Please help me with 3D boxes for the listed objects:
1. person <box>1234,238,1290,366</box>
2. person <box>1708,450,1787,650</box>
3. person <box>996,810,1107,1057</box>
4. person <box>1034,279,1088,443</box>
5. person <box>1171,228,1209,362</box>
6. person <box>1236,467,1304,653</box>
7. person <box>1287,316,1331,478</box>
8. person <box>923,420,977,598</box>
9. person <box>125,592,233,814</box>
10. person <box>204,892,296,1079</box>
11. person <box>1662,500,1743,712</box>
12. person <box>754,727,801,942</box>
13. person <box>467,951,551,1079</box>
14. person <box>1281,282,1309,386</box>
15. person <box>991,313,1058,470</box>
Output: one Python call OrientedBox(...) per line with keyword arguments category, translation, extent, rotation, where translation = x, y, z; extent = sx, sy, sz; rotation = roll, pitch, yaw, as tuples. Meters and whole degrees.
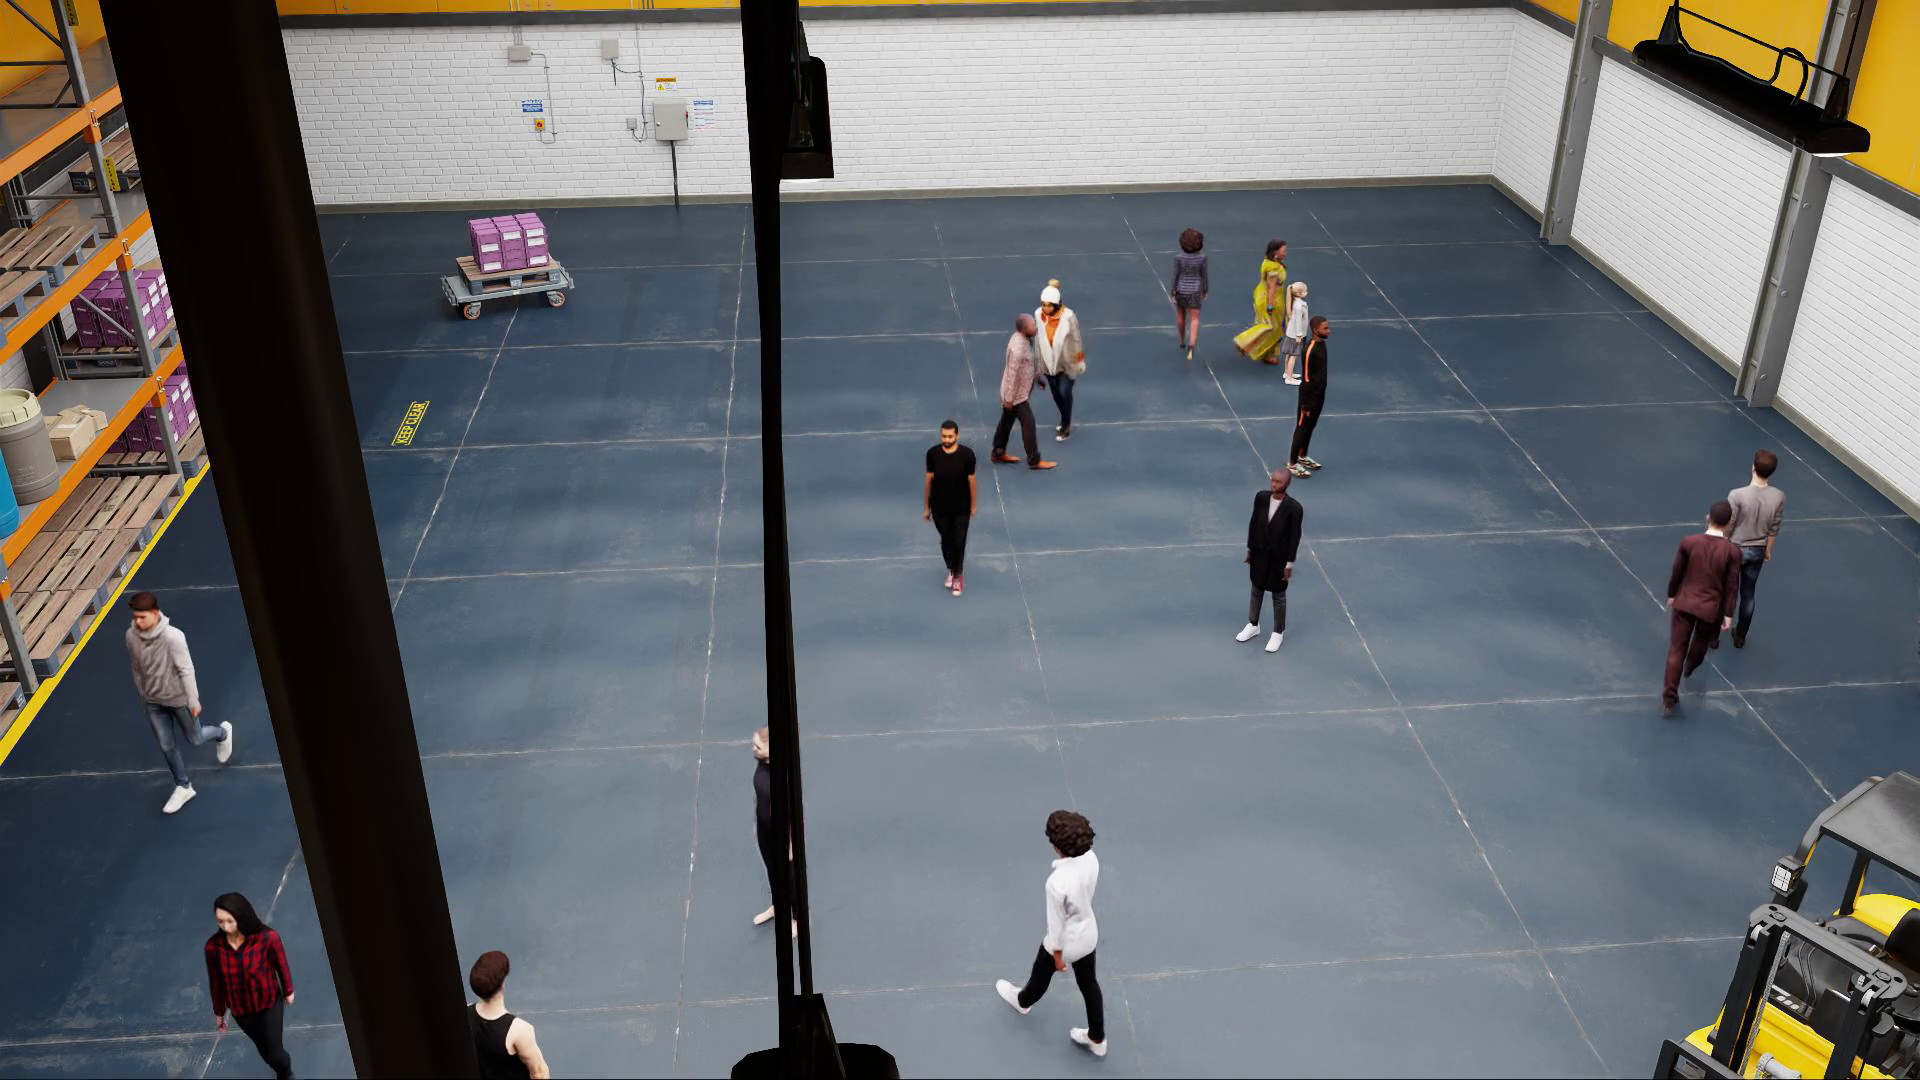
OrientedBox(category="person", translation=(3.740, -2.934, 20.572), extent=(0.867, 1.642, 0.906), rotation=(2, 29, 4))
OrientedBox(category="person", translation=(6.948, 0.098, 14.739), extent=(0.718, 1.906, 0.607), rotation=(1, 29, 1))
OrientedBox(category="person", translation=(0.762, 2.514, 10.458), extent=(1.154, 1.764, 1.057), rotation=(25, 38, 38))
OrientedBox(category="person", translation=(1.180, -2.106, 18.815), extent=(0.985, 1.871, 1.053), rotation=(12, 31, 21))
OrientedBox(category="person", translation=(2.861, -3.016, 20.691), extent=(0.754, 1.673, 1.068), rotation=(3, 29, 5))
OrientedBox(category="person", translation=(2.786, 0.143, 14.807), extent=(0.718, 1.762, 0.769), rotation=(20, 35, 33))
OrientedBox(category="person", translation=(3.771, -1.568, 17.897), extent=(0.761, 1.806, 0.672), rotation=(16, 32, 27))
OrientedBox(category="person", translation=(-0.075, -0.359, 15.747), extent=(0.722, 1.742, 0.784), rotation=(5, 29, 9))
OrientedBox(category="person", translation=(-6.039, 1.169, 12.853), extent=(0.855, 1.832, 1.135), rotation=(5, 29, 10))
OrientedBox(category="person", translation=(-4.278, 2.754, 10.141), extent=(0.576, 1.645, 0.548), rotation=(-2, 29, -4))
OrientedBox(category="person", translation=(6.158, 0.604, 13.920), extent=(1.116, 1.802, 1.325), rotation=(14, 32, 24))
OrientedBox(category="person", translation=(-1.245, 1.990, 11.435), extent=(0.714, 1.748, 0.627), rotation=(-22, 35, -34))
OrientedBox(category="person", translation=(-2.523, 3.077, 9.294), extent=(0.769, 1.891, 0.720), rotation=(8, 30, 15))
OrientedBox(category="person", translation=(4.083, -2.531, 20.217), extent=(0.591, 1.275, 0.484), rotation=(1, 29, 2))
OrientedBox(category="person", translation=(0.520, -1.615, 18.011), extent=(0.884, 1.779, 0.976), rotation=(2, 29, 3))
